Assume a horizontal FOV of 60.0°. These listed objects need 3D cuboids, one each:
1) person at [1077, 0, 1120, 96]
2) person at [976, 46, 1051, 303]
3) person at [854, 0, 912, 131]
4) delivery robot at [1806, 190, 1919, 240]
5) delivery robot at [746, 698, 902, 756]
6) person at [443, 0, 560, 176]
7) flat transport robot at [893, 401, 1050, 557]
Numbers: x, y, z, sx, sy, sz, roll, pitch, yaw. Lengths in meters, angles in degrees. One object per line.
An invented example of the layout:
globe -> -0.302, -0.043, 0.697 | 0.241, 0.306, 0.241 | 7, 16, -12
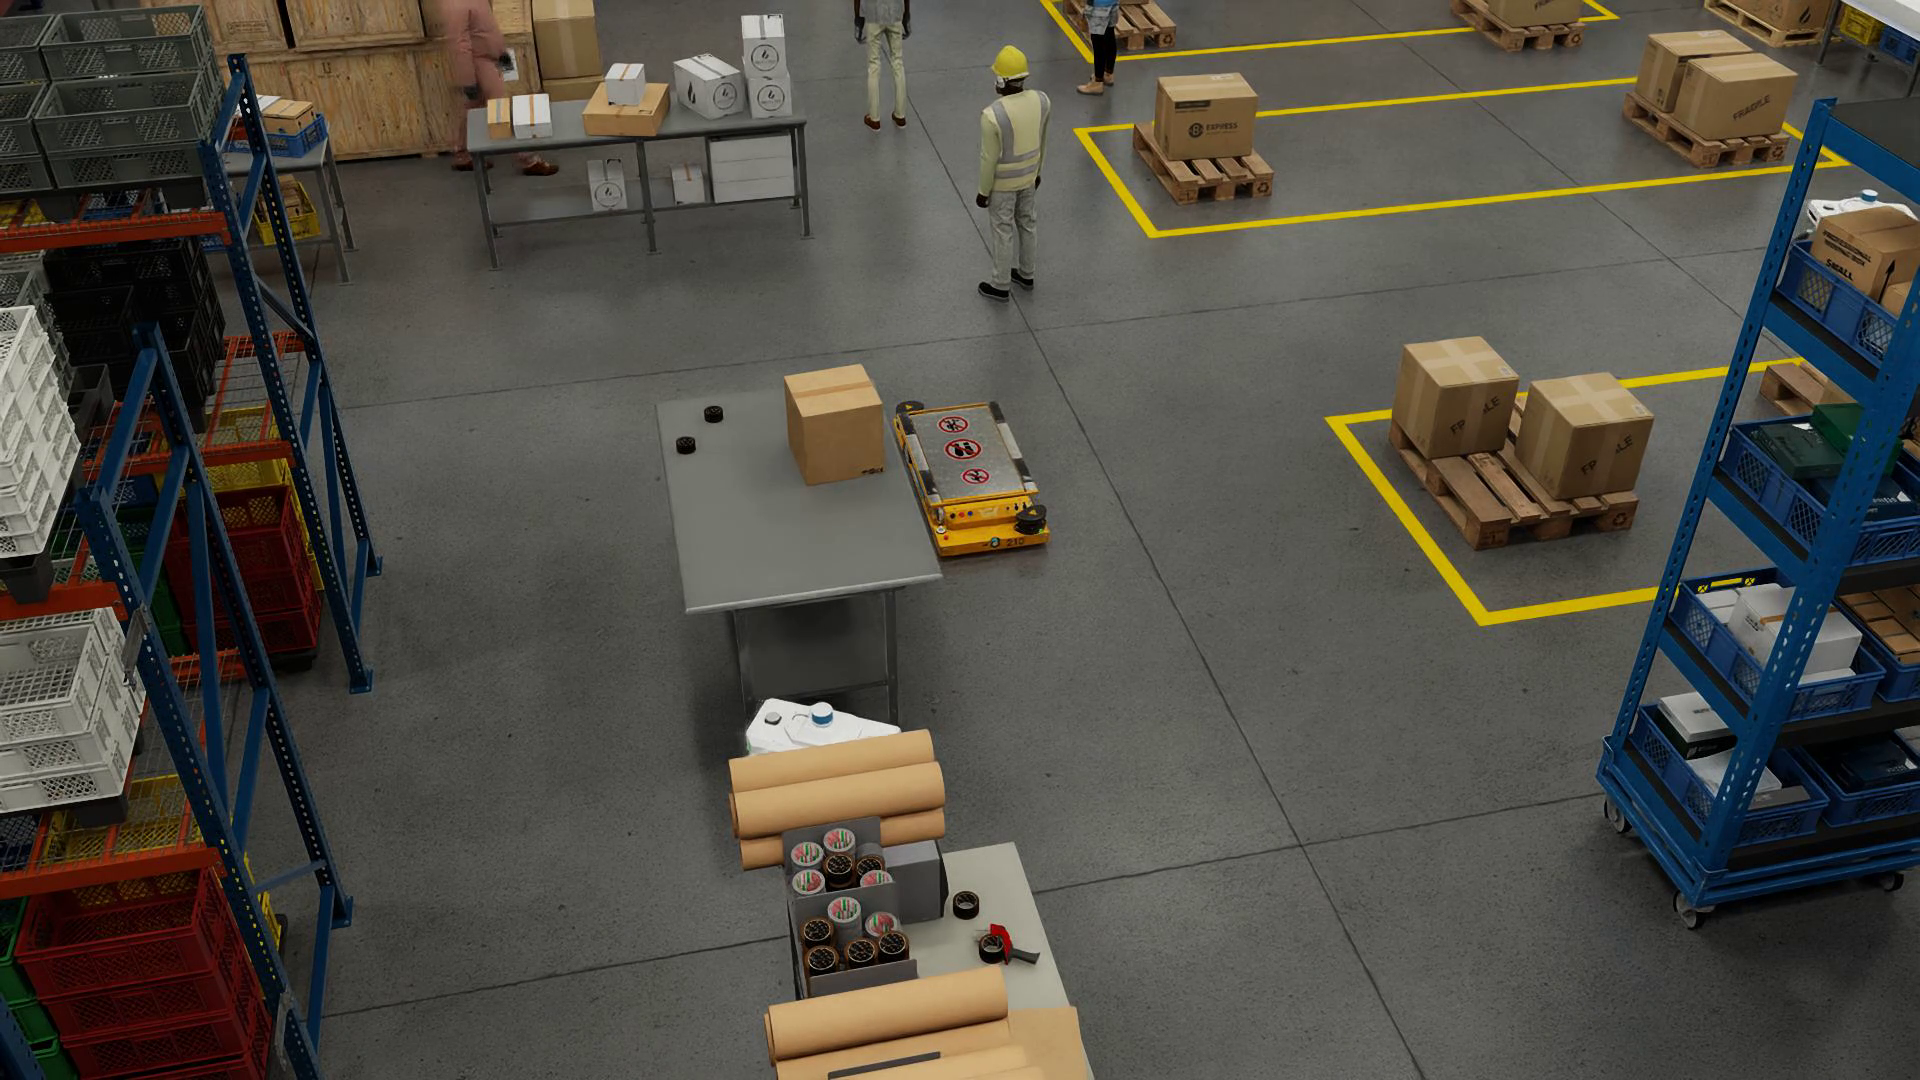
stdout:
person -> 1.265, -4.834, 14.839 | 0.318, 1.699, 0.535 | 18, 40, 23
person -> 0.346, -2.558, 11.670 | 0.586, 1.833, 0.403 | -27, 45, -32
person -> -0.659, -4.418, 14.152 | 0.501, 1.862, 0.327 | -7, 37, -9
delivery robot -> 6.705, -2.369, 12.397 | 0.707, 0.478, 0.477 | 4, 37, 4
delivery robot -> -0.646, 0.981, 7.901 | 0.707, 0.478, 0.477 | 11, 38, 15
person -> -3.806, -3.836, 13.371 | 0.875, 1.866, 0.658 | -6, 37, -8
flat transport robot -> 0.046, -0.430, 10.108 | 0.652, 0.197, 1.431 | -8, 37, -10
